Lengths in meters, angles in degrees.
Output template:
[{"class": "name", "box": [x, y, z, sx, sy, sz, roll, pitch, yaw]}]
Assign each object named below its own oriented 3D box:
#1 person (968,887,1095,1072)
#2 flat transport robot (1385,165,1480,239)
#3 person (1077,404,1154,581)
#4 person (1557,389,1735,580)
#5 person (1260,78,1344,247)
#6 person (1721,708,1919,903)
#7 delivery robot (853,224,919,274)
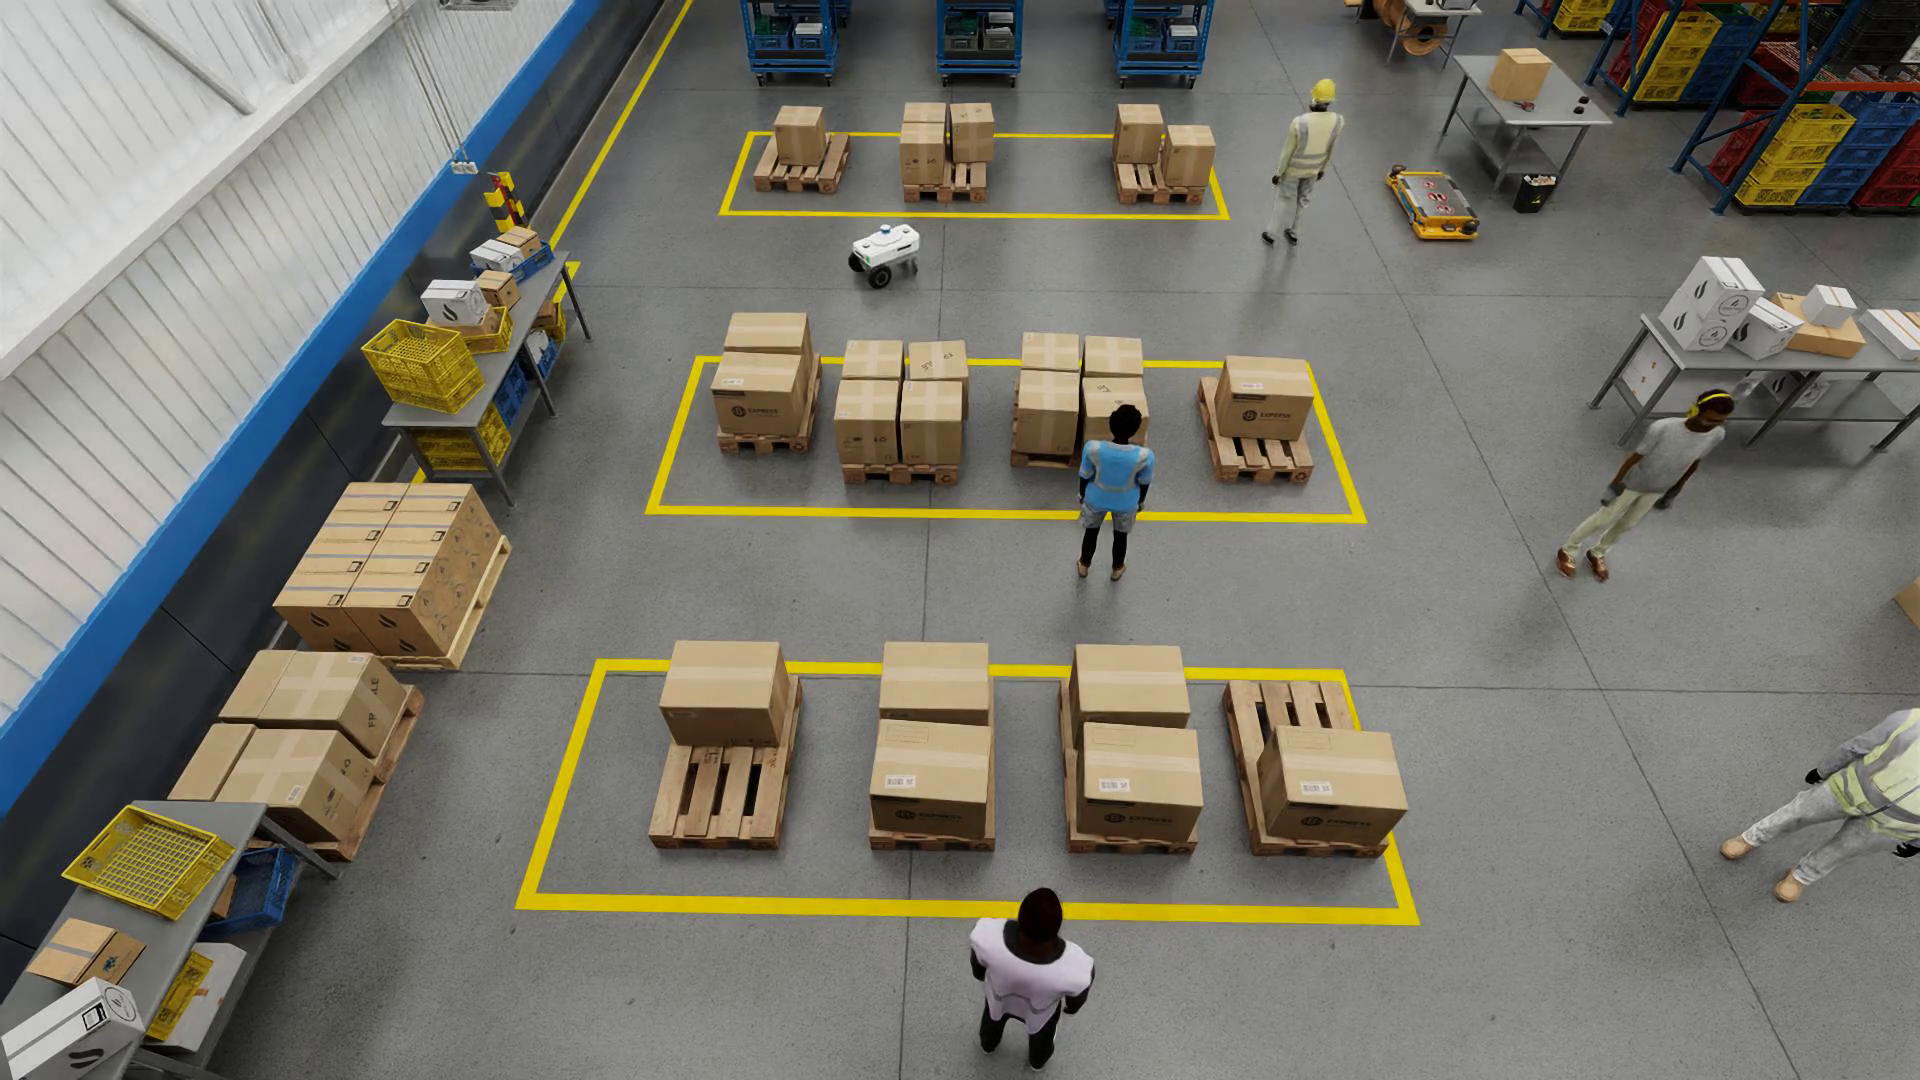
[{"class": "person", "box": [0.322, 2.215, 4.527, 0.586, 1.909, 0.394, 14, 51, 12]}, {"class": "flat transport robot", "box": [5.692, -4.094, 11.059, 0.652, 0.197, 1.431, 1, 49, 1]}, {"class": "person", "box": [1.133, -0.320, 6.855, 0.540, 1.695, 0.317, 8, 50, 7]}, {"class": "person", "box": [5.084, -0.384, 6.810, 0.503, 1.857, 0.326, 5, 49, 5]}, {"class": "person", "box": [3.739, -4.082, 10.033, 0.613, 1.823, 0.409, -7, 49, -6]}, {"class": "person", "box": [5.175, 1.497, 5.186, 0.429, 1.847, 0.627, -27, 54, -21]}, {"class": "delivery robot", "box": [-0.804, -3.218, 10.054, 0.707, 0.478, 0.477, -29, 55, -23]}]
